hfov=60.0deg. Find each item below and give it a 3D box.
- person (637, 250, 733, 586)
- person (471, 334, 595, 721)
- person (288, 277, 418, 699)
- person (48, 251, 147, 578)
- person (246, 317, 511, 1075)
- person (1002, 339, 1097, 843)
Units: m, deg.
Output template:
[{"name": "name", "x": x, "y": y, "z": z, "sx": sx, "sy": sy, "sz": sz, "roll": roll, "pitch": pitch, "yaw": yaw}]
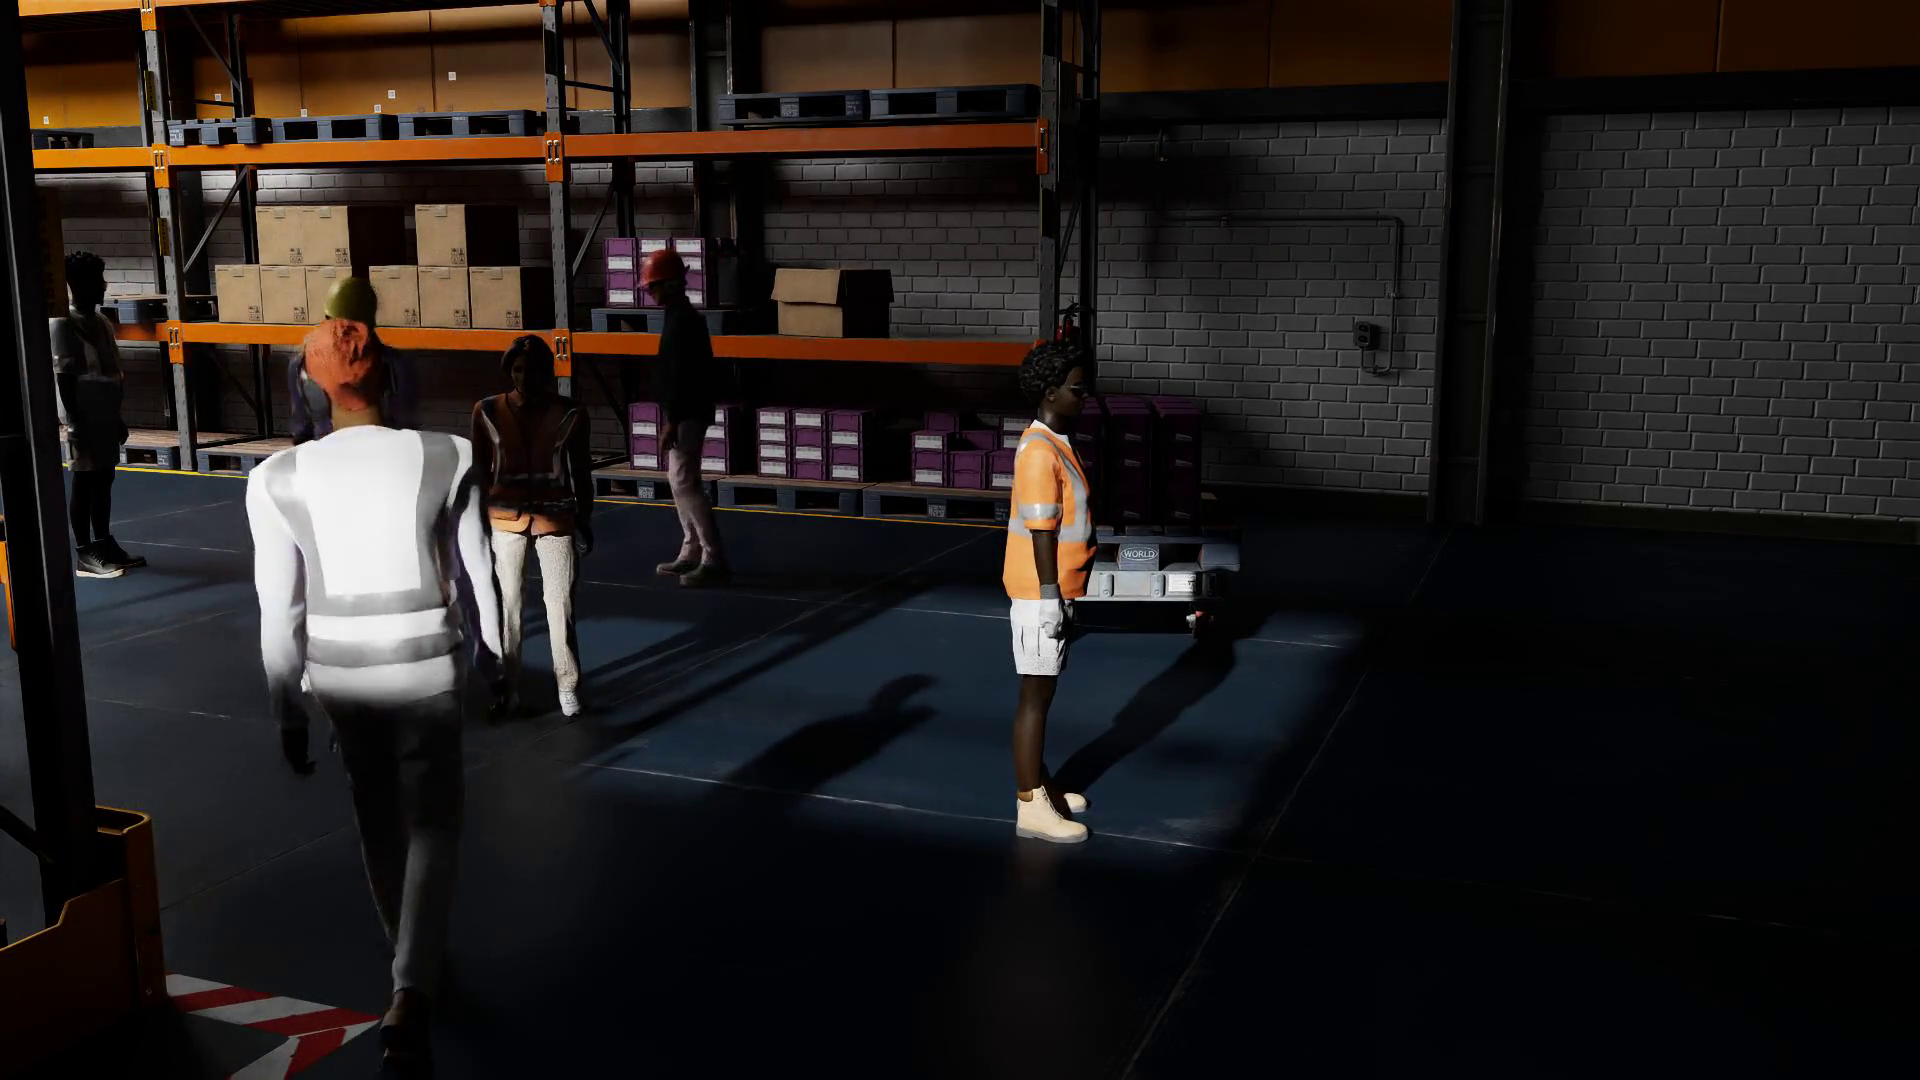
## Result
[{"name": "person", "x": -1.618, "y": -0.720, "z": 9.867, "sx": 0.544, "sy": 1.969, "sz": 0.717, "roll": -1, "pitch": 10, "yaw": -8}, {"name": "person", "x": -1.811, "y": -0.052, "z": 7.070, "sx": 0.514, "sy": 1.640, "sz": 0.310, "roll": -2, "pitch": 10, "yaw": -11}, {"name": "person", "x": -2.715, "y": -0.261, "z": 7.588, "sx": 0.609, "sy": 1.872, "sz": 0.712, "roll": 0, "pitch": 10, "yaw": 1}, {"name": "person", "x": -5.266, "y": -0.761, "z": 10.109, "sx": 0.367, "sy": 1.966, "sz": 0.603, "roll": -1, "pitch": 10, "yaw": -3}, {"name": "person", "x": -1.444, "y": 0.369, "z": 4.164, "sx": 0.586, "sy": 1.847, "sz": 0.930, "roll": -2, "pitch": 10, "yaw": -11}, {"name": "person", "x": 0.308, "y": 0.167, "z": 5.689, "sx": 0.319, "sy": 1.697, "sz": 0.532, "roll": 1, "pitch": 10, "yaw": 6}]
